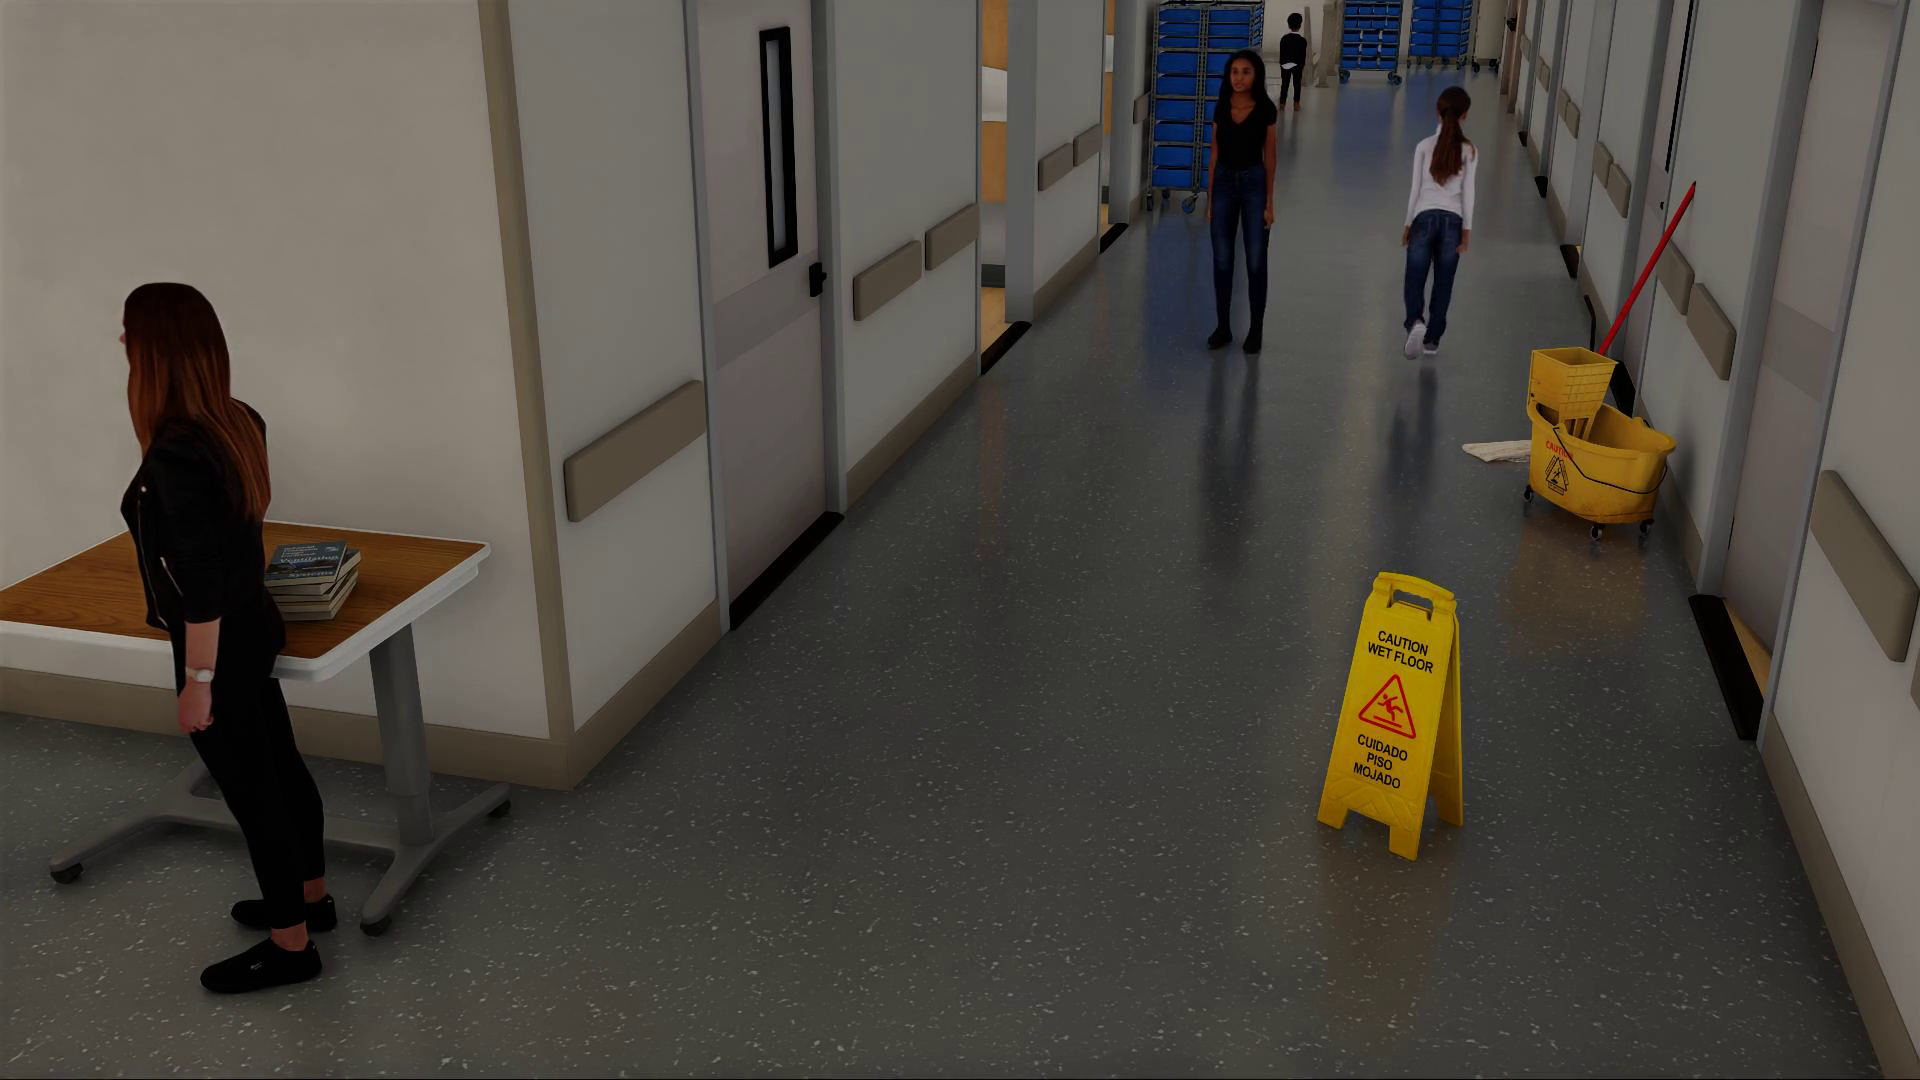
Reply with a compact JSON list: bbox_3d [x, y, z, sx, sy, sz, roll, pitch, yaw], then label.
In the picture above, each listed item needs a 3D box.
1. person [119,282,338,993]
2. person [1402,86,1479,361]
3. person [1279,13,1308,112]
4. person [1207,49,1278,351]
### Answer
[{"bbox_3d":[-1.703,0.240,3.905,0.730,1.713,0.583,-2,21,-6],"label":"person"},{"bbox_3d":[2.689,-1.752,9.412,0.519,1.537,0.921,6,22,15],"label":"person"},{"bbox_3d":[4.341,-6.242,21.710,0.501,1.223,0.469,6,22,16],"label":"person"},{"bbox_3d":[1.655,-1.982,9.750,0.568,1.727,0.566,7,22,18],"label":"person"}]
